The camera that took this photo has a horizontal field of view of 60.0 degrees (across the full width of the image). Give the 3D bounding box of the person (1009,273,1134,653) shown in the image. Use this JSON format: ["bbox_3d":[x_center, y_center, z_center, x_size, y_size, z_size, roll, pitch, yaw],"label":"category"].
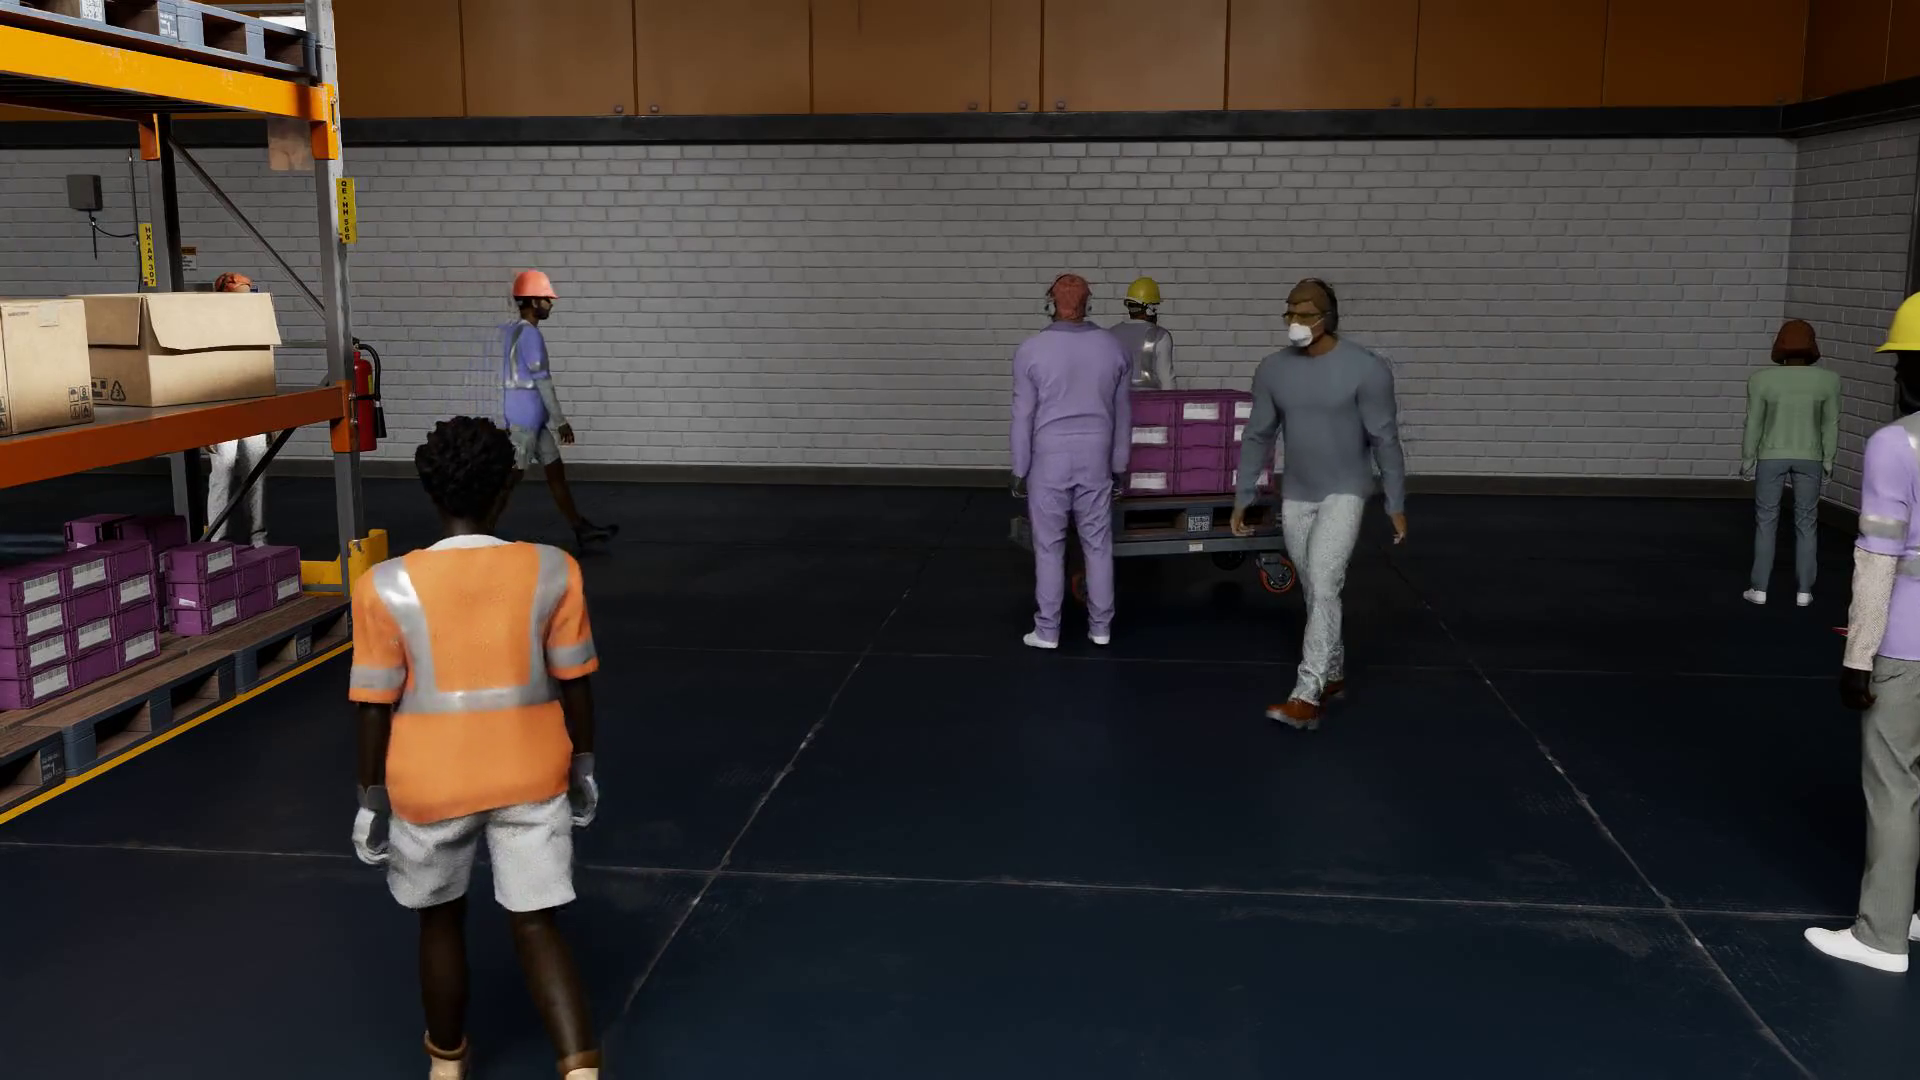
[{"bbox_3d":[0.549,-0.386,8.410,0.651,1.905,0.403,-3,10,-16],"label":"person"}]

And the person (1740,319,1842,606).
[{"bbox_3d":[4.714,-0.435,9.470,0.498,1.633,0.283,3,10,17],"label":"person"}]

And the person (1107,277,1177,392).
[{"bbox_3d":[1.255,-0.883,11.461,0.588,1.833,0.404,9,13,41],"label":"person"}]

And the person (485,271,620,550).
[{"bbox_3d":[-2.784,-0.815,10.949,1.006,1.886,0.554,-4,11,-20],"label":"person"}]

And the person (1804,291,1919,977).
[{"bbox_3d":[2.699,0.260,4.682,0.588,1.918,0.397,-4,11,-22],"label":"person"}]

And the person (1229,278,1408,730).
[{"bbox_3d":[1.484,-0.148,7.079,0.687,1.895,0.935,9,13,42],"label":"person"}]

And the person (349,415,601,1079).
[{"bbox_3d":[-1.049,0.561,3.696,0.562,1.660,0.760,-5,11,-25],"label":"person"}]

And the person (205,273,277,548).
[{"bbox_3d":[-4.572,-0.742,10.534,0.349,1.879,0.580,5,11,28],"label":"person"}]
